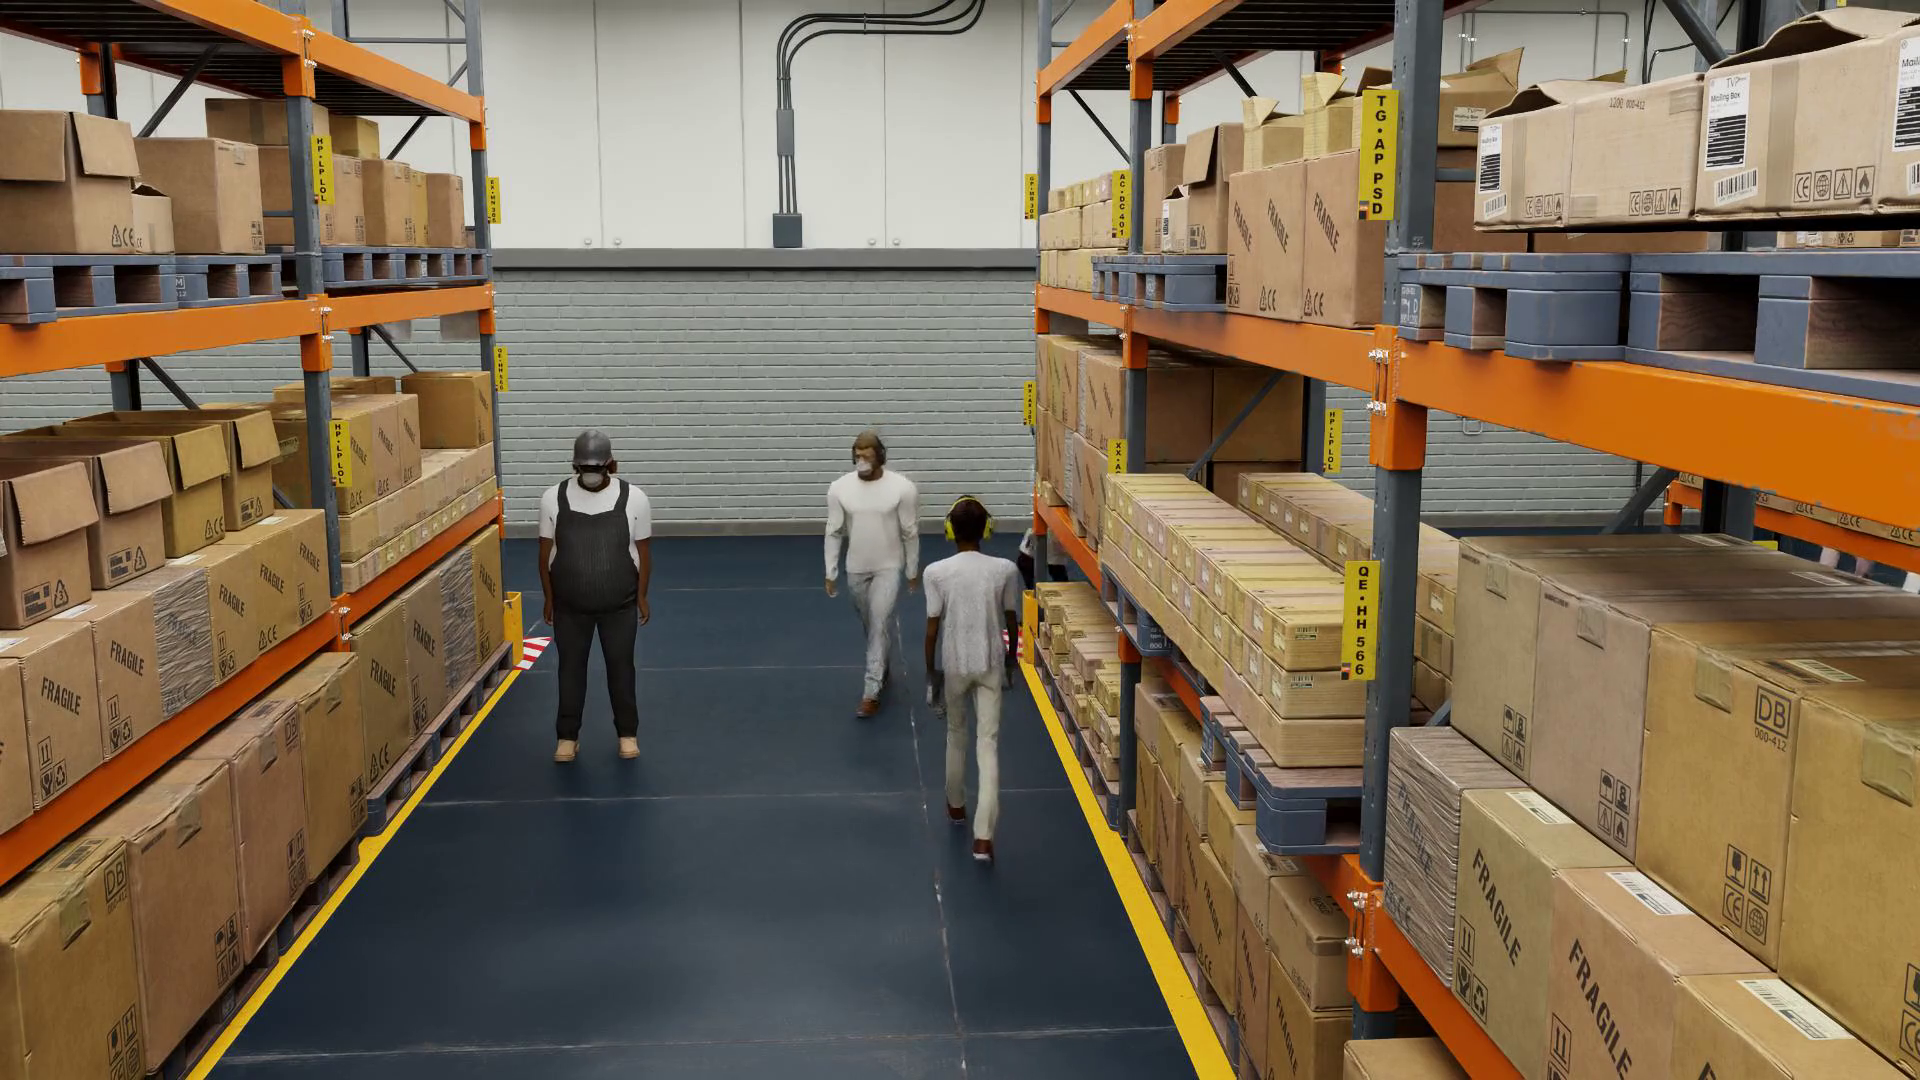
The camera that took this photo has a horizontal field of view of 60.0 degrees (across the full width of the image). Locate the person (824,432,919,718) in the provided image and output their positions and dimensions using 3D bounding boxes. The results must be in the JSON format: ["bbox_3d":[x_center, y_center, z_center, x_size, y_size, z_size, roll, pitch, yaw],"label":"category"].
[{"bbox_3d":[-0.584,0.186,11.343,0.639,1.888,1.044,3,10,15],"label":"person"}]

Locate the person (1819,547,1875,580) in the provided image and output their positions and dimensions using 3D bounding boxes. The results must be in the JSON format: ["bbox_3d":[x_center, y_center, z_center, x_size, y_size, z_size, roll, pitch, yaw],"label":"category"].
[{"bbox_3d":[7.765,-0.376,14.391,0.637,1.956,0.639,-1,10,-4],"label":"person"}]

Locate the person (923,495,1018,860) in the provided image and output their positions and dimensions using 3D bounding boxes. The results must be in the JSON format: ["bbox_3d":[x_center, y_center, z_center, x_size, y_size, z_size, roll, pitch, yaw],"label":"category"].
[{"bbox_3d":[0.059,0.682,8.588,0.499,1.828,0.993,0,10,1],"label":"person"}]

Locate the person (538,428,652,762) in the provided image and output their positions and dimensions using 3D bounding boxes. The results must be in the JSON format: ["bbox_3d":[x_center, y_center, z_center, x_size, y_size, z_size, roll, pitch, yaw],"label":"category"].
[{"bbox_3d":[-2.193,0.327,10.018,0.674,2.000,0.535,-2,10,-9],"label":"person"}]

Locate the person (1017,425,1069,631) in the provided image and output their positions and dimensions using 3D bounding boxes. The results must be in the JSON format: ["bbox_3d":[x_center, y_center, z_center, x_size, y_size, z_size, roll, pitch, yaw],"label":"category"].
[{"bbox_3d":[0.661,-0.152,13.140,0.623,1.934,0.608,-2,10,-14],"label":"person"}]

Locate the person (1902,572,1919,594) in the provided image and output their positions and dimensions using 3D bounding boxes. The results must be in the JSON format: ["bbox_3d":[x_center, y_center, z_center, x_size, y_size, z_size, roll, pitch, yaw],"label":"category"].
[{"bbox_3d":[8.080,-0.158,13.605,0.941,1.809,0.628,-6,11,-30],"label":"person"}]
